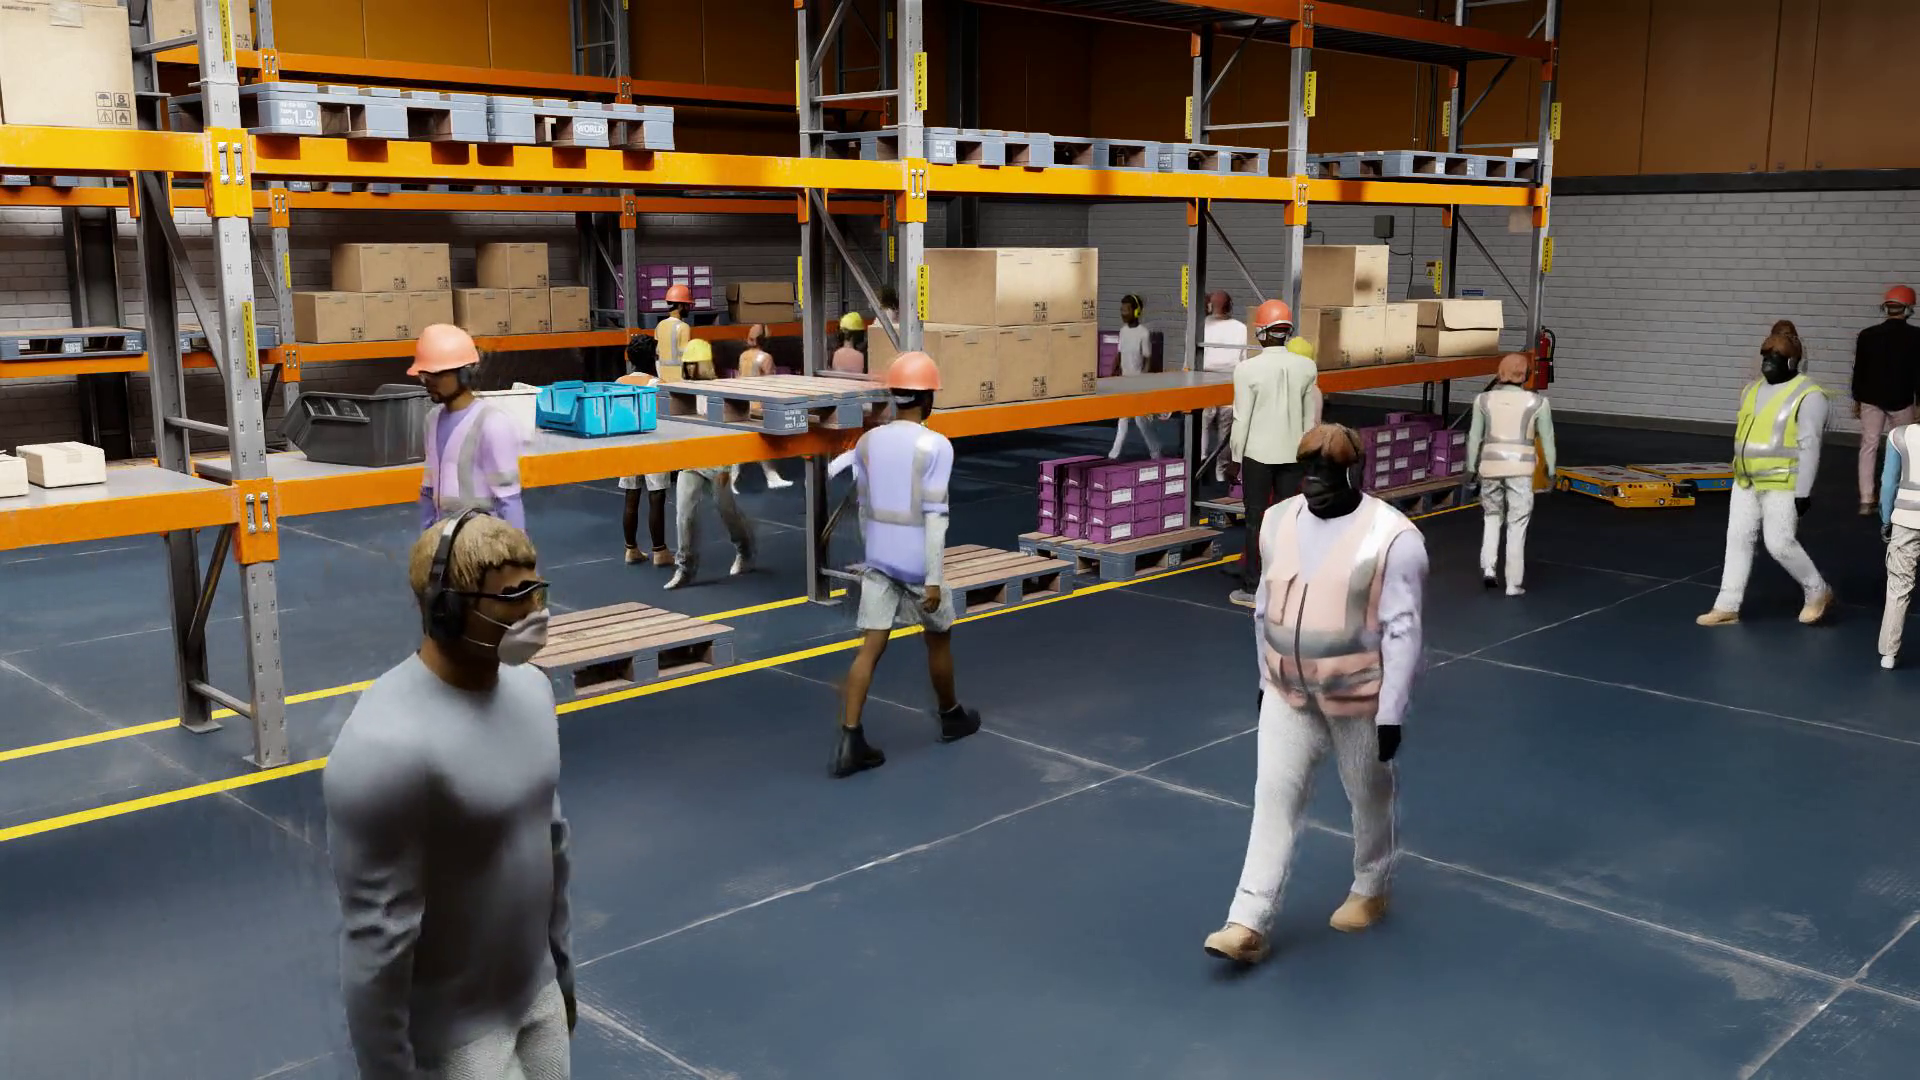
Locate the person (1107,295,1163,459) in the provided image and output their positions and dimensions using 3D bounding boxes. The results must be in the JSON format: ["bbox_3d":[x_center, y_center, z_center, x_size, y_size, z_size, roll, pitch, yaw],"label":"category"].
[{"bbox_3d":[1.683,-1.522,16.575,0.993,1.815,0.537,-4,11,-21],"label":"person"}]

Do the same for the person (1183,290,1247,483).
[{"bbox_3d":[2.475,-1.455,15.999,0.657,1.888,0.701,1,10,7],"label":"person"}]

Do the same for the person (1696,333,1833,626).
[{"bbox_3d":[4.983,-0.356,10.186,0.762,1.823,0.645,-3,11,-16],"label":"person"}]

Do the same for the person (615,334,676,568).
[{"bbox_3d":[-2.283,-0.642,12.085,0.535,1.697,0.318,6,12,28],"label":"person"}]

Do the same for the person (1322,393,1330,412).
[{"bbox_3d":[3.415,-1.501,16.344,0.940,1.853,0.608,-8,13,-37],"label":"person"}]

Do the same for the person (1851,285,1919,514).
[{"bbox_3d":[8.143,-1.224,14.496,0.807,1.968,0.646,-9,14,-41],"label":"person"}]

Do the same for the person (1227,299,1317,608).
[{"bbox_3d":[2.013,-0.551,10.772,0.611,1.995,0.375,-4,11,-21],"label":"person"}]

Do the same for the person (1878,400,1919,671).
[{"bbox_3d":[5.295,-0.064,9.088,0.516,1.641,0.308,10,14,43],"label":"person"}]

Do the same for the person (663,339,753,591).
[{"bbox_3d":[-1.740,-0.548,11.547,0.497,1.708,0.874,5,12,28],"label":"person"}]

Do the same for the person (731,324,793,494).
[{"bbox_3d":[-1.948,-1.226,15.556,0.832,1.595,0.507,-6,12,-32],"label":"person"}]

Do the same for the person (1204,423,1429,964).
[{"bbox_3d":[1.194,0.512,5.525,0.650,1.789,0.944,9,14,41],"label":"person"}]

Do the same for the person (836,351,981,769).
[{"bbox_3d":[-0.267,0.086,7.624,0.558,1.886,1.001,7,12,33],"label":"person"}]

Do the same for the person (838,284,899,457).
[{"bbox_3d":[-0.766,-1.804,17.901,1.025,1.897,0.642,-2,11,-11],"label":"person"}]

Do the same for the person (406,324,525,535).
[{"bbox_3d":[-2.182,0.058,7.381,0.474,2.022,0.624,-9,14,-41],"label":"person"}]

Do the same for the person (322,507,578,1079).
[{"bbox_3d":[-0.910,0.890,3.100,0.469,1.927,0.654,2,11,12],"label":"person"}]

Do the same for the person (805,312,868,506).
[{"bbox_3d":[-1.018,-1.127,14.595,0.731,1.739,0.524,-5,11,-25],"label":"person"}]

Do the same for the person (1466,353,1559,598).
[{"bbox_3d":[3.677,-0.431,11.124,0.573,1.622,0.410,7,13,34],"label":"person"}]

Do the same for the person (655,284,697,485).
[{"bbox_3d":[-2.708,-1.497,16.095,0.373,1.933,0.551,-9,14,-41],"label":"person"}]

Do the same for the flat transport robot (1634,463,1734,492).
[{"bbox_3d":[6.977,-0.584,15.657,1.431,0.197,0.652,-2,11,-10],"label":"flat transport robot"}]

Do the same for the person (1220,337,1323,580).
[{"bbox_3d":[2.194,-0.533,11.430,0.869,1.711,0.558,-7,12,-33],"label":"person"}]

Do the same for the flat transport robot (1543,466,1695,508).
[{"bbox_3d":[6.008,-0.504,15.219,0.652,0.197,1.431,-2,11,-10],"label":"flat transport robot"}]

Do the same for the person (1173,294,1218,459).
[{"bbox_3d":[2.588,-1.657,17.312,0.896,1.819,0.519,-4,11,-21],"label":"person"}]

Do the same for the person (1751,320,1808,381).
[{"bbox_3d":[7.811,-1.310,15.937,0.518,1.611,0.659,1,10,7],"label":"person"}]
